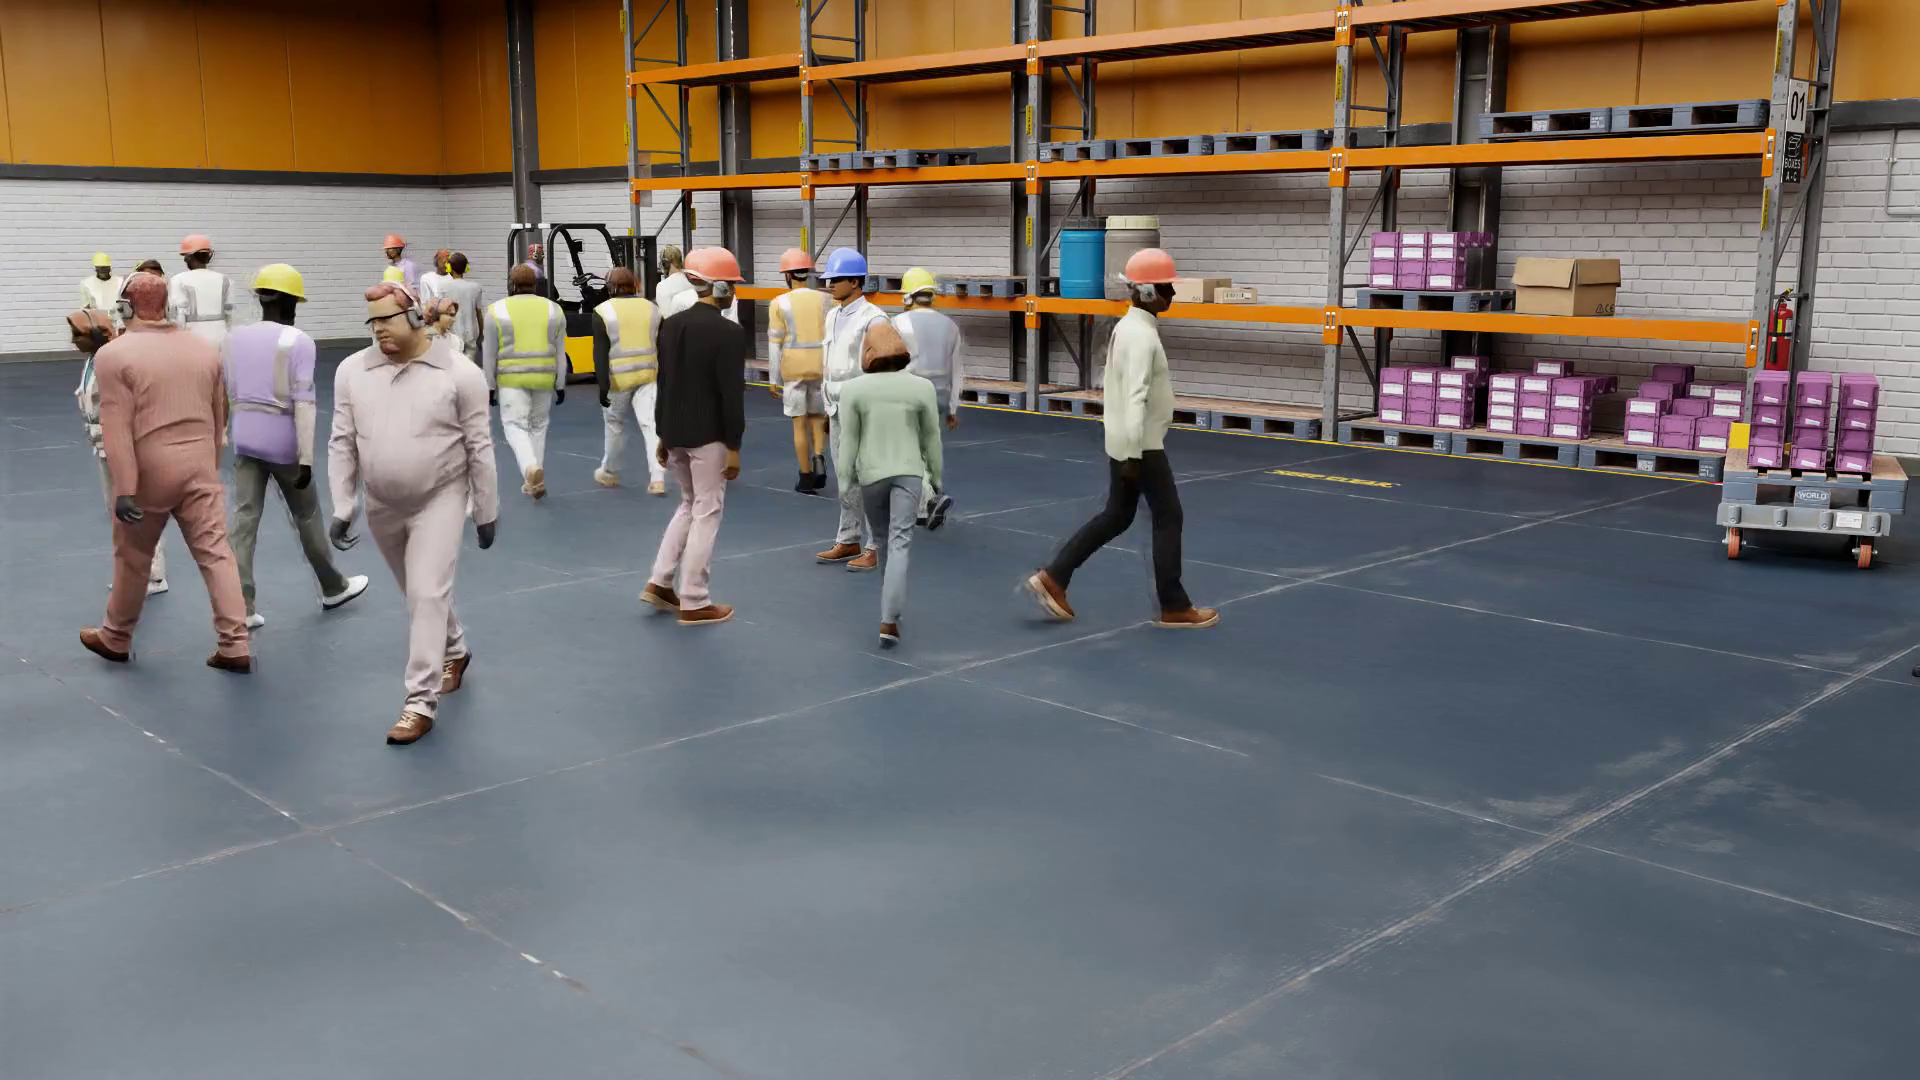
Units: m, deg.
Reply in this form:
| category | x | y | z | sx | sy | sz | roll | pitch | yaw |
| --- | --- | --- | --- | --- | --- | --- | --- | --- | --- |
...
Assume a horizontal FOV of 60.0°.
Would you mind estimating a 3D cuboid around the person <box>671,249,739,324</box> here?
| category | x | y | z | sx | sy | sz | roll | pitch | yaw |
| --- | --- | --- | --- | --- | --- | --- | --- | --- | --- |
| person | -2.092 | -1.410 | 13.604 | 0.546 | 1.903 | 0.483 | -5 | 12 | -26 |

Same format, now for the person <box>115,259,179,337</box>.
| category | x | y | z | sx | sy | sz | roll | pitch | yaw |
| --- | --- | --- | --- | --- | --- | --- | --- | --- | --- |
| person | -6.934 | -1.484 | 14.223 | 0.532 | 1.830 | 0.875 | -5 | 11 | -23 |

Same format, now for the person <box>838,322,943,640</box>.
| category | x | y | z | sx | sy | sz | roll | pitch | yaw |
| --- | --- | --- | --- | --- | --- | --- | --- | --- | --- |
| person | -0.355 | -0.306 | 8.454 | 0.517 | 1.580 | 0.845 | 0 | 10 | 0 |

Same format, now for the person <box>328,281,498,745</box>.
| category | x | y | z | sx | sy | sz | roll | pitch | yaw |
| --- | --- | --- | --- | --- | --- | --- | --- | --- | --- |
| person | -2.268 | -0.163 | 6.994 | 0.633 | 1.852 | 1.046 | 1 | 10 | 6 |

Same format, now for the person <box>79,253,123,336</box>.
| category | x | y | z | sx | sy | sz | roll | pitch | yaw |
| --- | --- | --- | --- | --- | --- | --- | --- | --- | --- |
| person | -11.009 | -2.797 | 21.476 | 0.625 | 1.786 | 0.898 | -6 | 12 | -30 |

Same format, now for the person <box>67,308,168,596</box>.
| category | x | y | z | sx | sy | sz | roll | pitch | yaw |
| --- | --- | --- | --- | --- | --- | --- | --- | --- | --- |
| person | -4.722 | -0.482 | 9.314 | 0.356 | 1.625 | 0.546 | -9 | 14 | -42 |

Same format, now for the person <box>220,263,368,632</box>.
| category | x | y | z | sx | sy | sz | roll | pitch | yaw |
| --- | --- | --- | --- | --- | --- | --- | --- | --- | --- |
| person | -3.557 | -0.495 | 8.702 | 0.620 | 1.861 | 0.977 | 3 | 11 | 15 |

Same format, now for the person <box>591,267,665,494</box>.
| category | x | y | z | sx | sy | sz | roll | pitch | yaw |
| --- | --- | --- | --- | --- | --- | --- | --- | --- | --- |
| person | -2.609 | -1.259 | 13.142 | 0.649 | 1.779 | 1.015 | -7 | 13 | -34 |

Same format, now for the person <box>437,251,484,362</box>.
| category | x | y | z | sx | sy | sz | roll | pitch | yaw |
| --- | --- | --- | --- | --- | --- | --- | --- | --- | --- |
| person | -5.243 | -2.115 | 17.585 | 0.518 | 1.856 | 0.498 | -7 | 13 | -35 |

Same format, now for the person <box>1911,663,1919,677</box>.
| category | x | y | z | sx | sy | sz | roll | pitch | yaw |
| --- | --- | --- | --- | --- | --- | --- | --- | --- | --- |
| person | 4.819 | -0.309 | 7.591 | 0.851 | 1.916 | 0.546 | -5 | 11 | -25 |

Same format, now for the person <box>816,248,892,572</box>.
| category | x | y | z | sx | sy | sz | roll | pitch | yaw |
| --- | --- | --- | --- | --- | --- | --- | --- | --- | --- |
| person | -0.648 | -0.783 | 10.066 | 0.406 | 1.945 | 0.613 | -8 | 13 | -37 |

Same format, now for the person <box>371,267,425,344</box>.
| category | x | y | z | sx | sy | sz | roll | pitch | yaw |
| --- | --- | --- | --- | --- | --- | --- | --- | --- | --- |
| person | -5.462 | -1.789 | 16.184 | 0.512 | 1.701 | 0.848 | -2 | 11 | -13 |

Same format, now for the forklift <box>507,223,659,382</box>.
| category | x | y | z | sx | sy | sz | roll | pitch | yaw |
| --- | --- | --- | --- | --- | --- | --- | --- | --- | --- |
| forklift | -5.316 | -3.263 | 22.920 | 2.313 | 2.155 | 1.214 | -10 | 14 | -44 |

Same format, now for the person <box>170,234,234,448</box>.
| category | x | y | z | sx | sy | sz | roll | pitch | yaw |
| --- | --- | --- | --- | --- | --- | --- | --- | --- | --- |
| person | -7.266 | -1.887 | 15.876 | 0.722 | 2.021 | 0.649 | 8 | 13 | 36 |

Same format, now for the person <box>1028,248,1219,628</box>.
| category | x | y | z | sx | sy | sz | roll | pitch | yaw |
| --- | --- | --- | --- | --- | --- | --- | --- | --- | --- |
| person | 0.839 | -0.508 | 8.529 | 0.926 | 1.966 | 0.614 | 0 | 10 | -2 |

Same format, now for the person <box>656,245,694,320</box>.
| category | x | y | z | sx | sy | sz | roll | pitch | yaw |
| --- | --- | --- | --- | --- | --- | --- | --- | --- | --- |
| person | -2.630 | -1.775 | 15.521 | 0.376 | 1.933 | 0.627 | 4 | 11 | 22 |

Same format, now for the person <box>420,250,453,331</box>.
| category | x | y | z | sx | sy | sz | roll | pitch | yaw |
| --- | --- | --- | --- | --- | --- | --- | --- | --- | --- |
| person | -6.800 | -2.897 | 21.949 | 0.591 | 1.825 | 0.994 | -5 | 11 | -23 |

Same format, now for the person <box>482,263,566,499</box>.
| category | x | y | z | sx | sy | sz | roll | pitch | yaw |
| --- | --- | --- | --- | --- | --- | --- | --- | --- | --- |
| person | -3.308 | -1.199 | 12.713 | 0.631 | 1.821 | 0.795 | -6 | 12 | -29 |

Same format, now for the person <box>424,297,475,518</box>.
| category | x | y | z | sx | sy | sz | roll | pitch | yaw |
| --- | --- | --- | --- | --- | --- | --- | --- | --- | --- |
| person | -3.824 | -0.961 | 12.026 | 0.868 | 1.595 | 0.530 | 8 | 13 | 37 |

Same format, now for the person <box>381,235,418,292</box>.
| category | x | y | z | sx | sy | sz | roll | pitch | yaw |
| --- | --- | --- | --- | --- | --- | --- | --- | --- | --- |
| person | -7.890 | -3.241 | 23.255 | 0.649 | 2.023 | 0.598 | 8 | 13 | 38 |

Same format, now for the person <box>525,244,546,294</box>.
| category | x | y | z | sx | sy | sz | roll | pitch | yaw |
| --- | --- | --- | --- | --- | --- | --- | --- | --- | --- |
| person | -6.075 | -3.291 | 23.886 | 0.404 | 1.900 | 0.641 | -5 | 12 | -26 |

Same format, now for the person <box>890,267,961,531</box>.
| category | x | y | z | sx | sy | sz | roll | pitch | yaw |
| --- | --- | --- | --- | --- | --- | --- | --- | --- | --- |
| person | -0.241 | -0.924 | 11.206 | 0.599 | 1.811 | 0.614 | -8 | 13 | -36 |

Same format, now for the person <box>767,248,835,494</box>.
| category | x | y | z | sx | sy | sz | roll | pitch | yaw |
| --- | --- | --- | --- | --- | --- | --- | --- | --- | --- |
| person | -1.229 | -1.309 | 13.003 | 0.579 | 1.923 | 0.400 | -5 | 12 | -28 |

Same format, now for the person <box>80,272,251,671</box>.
| category | x | y | z | sx | sy | sz | roll | pitch | yaw |
| --- | --- | --- | --- | --- | --- | --- | --- | --- | --- |
| person | -3.730 | -0.313 | 7.768 | 1.004 | 1.847 | 0.667 | 6 | 12 | 31 |

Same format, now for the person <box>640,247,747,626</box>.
| category | x | y | z | sx | sy | sz | roll | pitch | yaw |
| --- | --- | --- | --- | --- | --- | --- | --- | --- | --- |
| person | -1.350 | -0.539 | 8.724 | 0.631 | 1.964 | 0.535 | 9 | 14 | 41 |
